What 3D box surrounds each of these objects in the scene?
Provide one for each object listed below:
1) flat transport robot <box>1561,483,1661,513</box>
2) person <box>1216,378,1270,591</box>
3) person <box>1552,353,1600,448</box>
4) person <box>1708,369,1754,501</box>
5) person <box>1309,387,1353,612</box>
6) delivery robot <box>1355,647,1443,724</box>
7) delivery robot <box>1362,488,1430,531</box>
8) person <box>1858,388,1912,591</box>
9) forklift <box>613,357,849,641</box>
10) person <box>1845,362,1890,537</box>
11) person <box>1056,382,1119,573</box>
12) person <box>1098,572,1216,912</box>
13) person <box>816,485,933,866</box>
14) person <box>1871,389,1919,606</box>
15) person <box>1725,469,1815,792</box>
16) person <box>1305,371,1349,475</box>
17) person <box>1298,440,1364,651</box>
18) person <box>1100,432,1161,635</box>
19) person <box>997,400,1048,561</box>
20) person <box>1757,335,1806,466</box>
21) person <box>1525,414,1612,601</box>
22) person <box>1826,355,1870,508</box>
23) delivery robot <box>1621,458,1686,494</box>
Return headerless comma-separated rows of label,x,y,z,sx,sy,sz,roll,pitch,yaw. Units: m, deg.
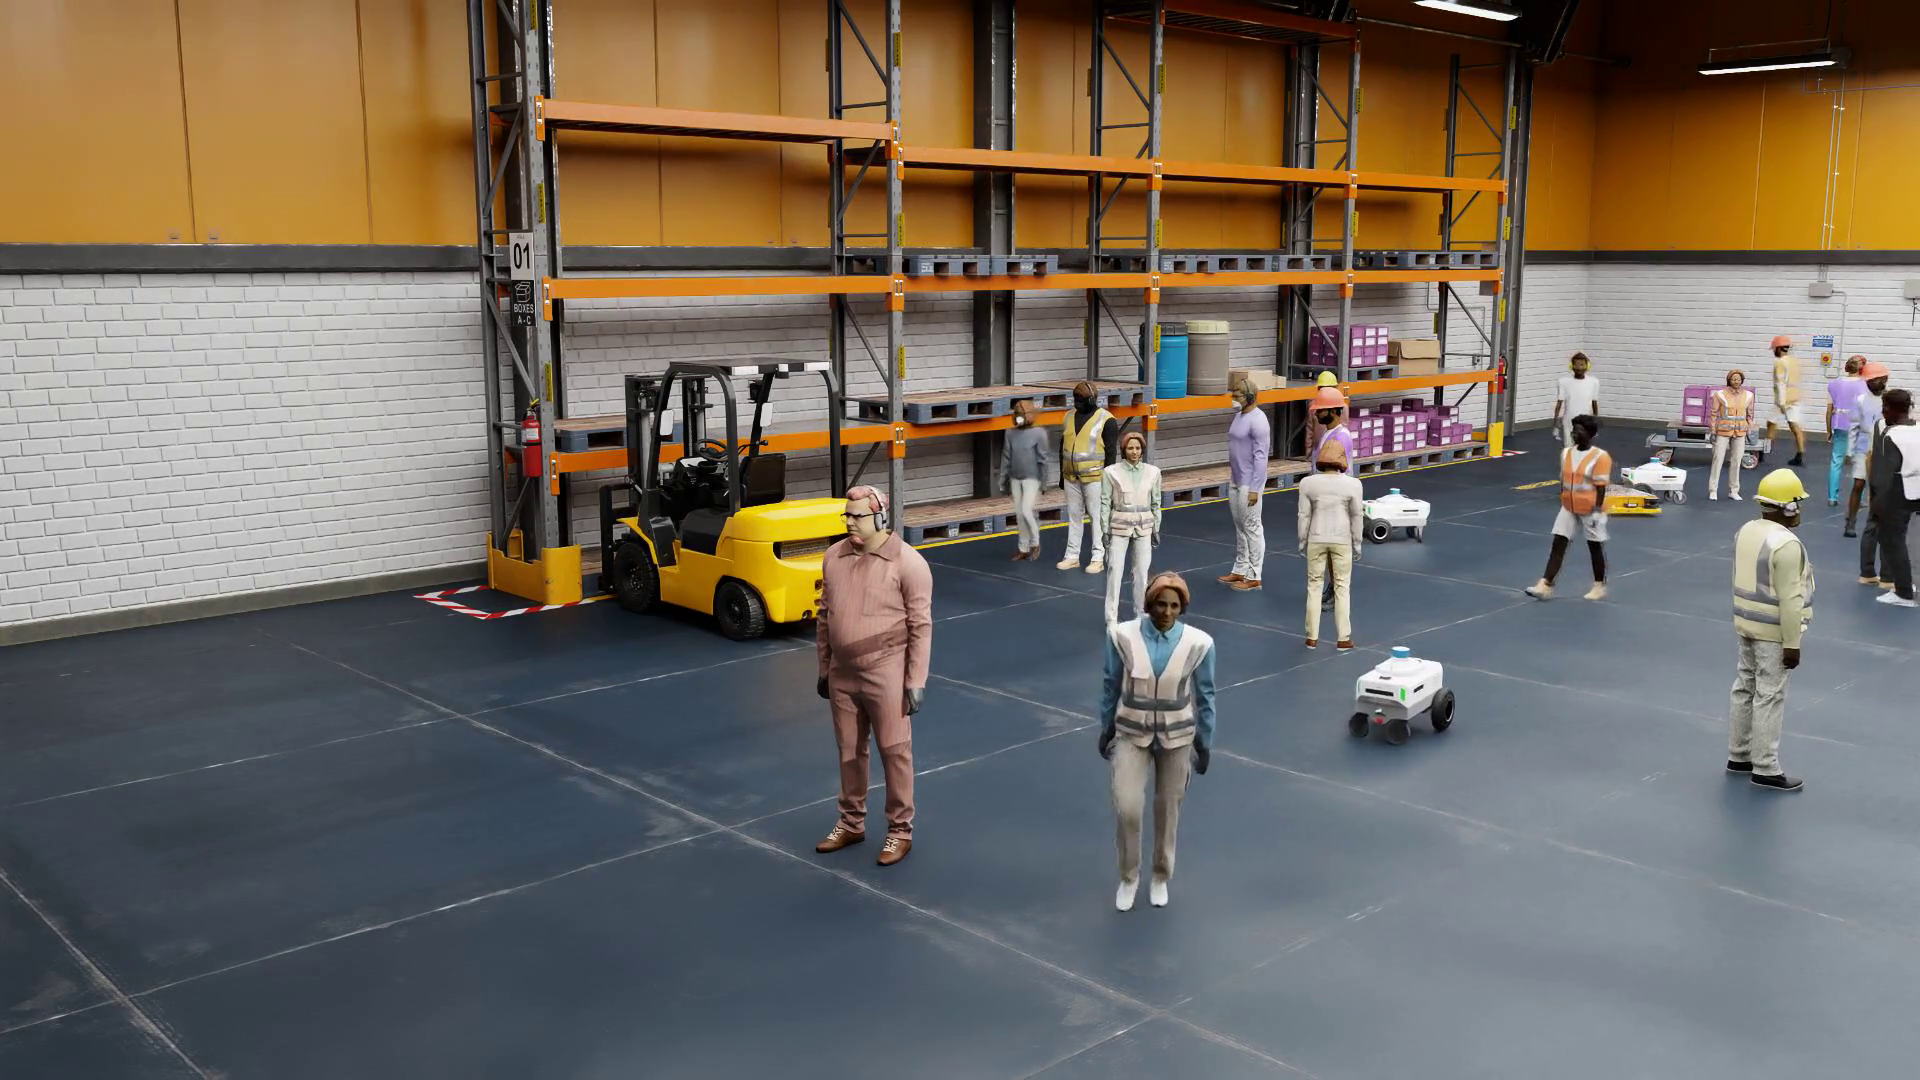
flat transport robot,7.835,-0.512,20.052,0.652,0.197,1.431,0,10,-1
person,2.600,-0.504,15.138,0.372,1.938,0.627,-2,10,-10
person,7.666,-1.399,20.699,0.536,1.827,0.911,3,10,19
person,9.581,-1.303,20.680,0.522,1.638,0.310,1,10,4
person,3.164,-0.346,14.253,0.389,1.930,0.539,0,10,-3
delivery robot,2.788,0.922,10.550,0.477,0.478,0.707,7,12,35
delivery robot,4.628,-0.307,17.745,0.707,0.478,0.477,-1,10,-7
person,8.465,-0.461,15.148,0.344,1.847,0.507,-2,10,-11
forklift,-1.847,-0.414,13.852,1.214,2.155,2.313,-9,13,-42
person,9.823,-0.953,17.872,0.409,1.906,0.571,-7,12,-34
person,1.200,-0.601,16.000,0.621,1.837,0.429,8,12,38
person,0.906,0.929,7.668,0.536,1.607,0.459,1,10,7
person,-0.464,0.672,8.340,0.652,1.906,0.405,6,11,31
person,8.126,-0.363,14.416,0.620,1.894,0.479,-8,12,-38
person,4.644,0.506,9.512,0.404,1.836,0.600,0,10,-2
person,4.072,-0.999,18.541,0.331,1.764,0.533,-9,13,-42
person,2.852,0.041,12.827,0.498,1.633,0.283,4,10,21
person,1.366,-0.051,13.351,0.514,1.641,0.307,-2,10,-11
person,0.625,-0.579,16.519,0.503,1.624,0.359,8,12,39
person,11.991,-2.039,24.288,0.563,1.871,0.983,-6,11,-32
person,5.374,-0.262,14.527,0.790,1.658,0.546,-6,11,-32
person,10.734,-1.303,20.073,0.388,1.848,0.563,-8,13,-41
delivery robot,8.530,-0.768,20.447,0.707,0.478,0.477,0,10,-1
